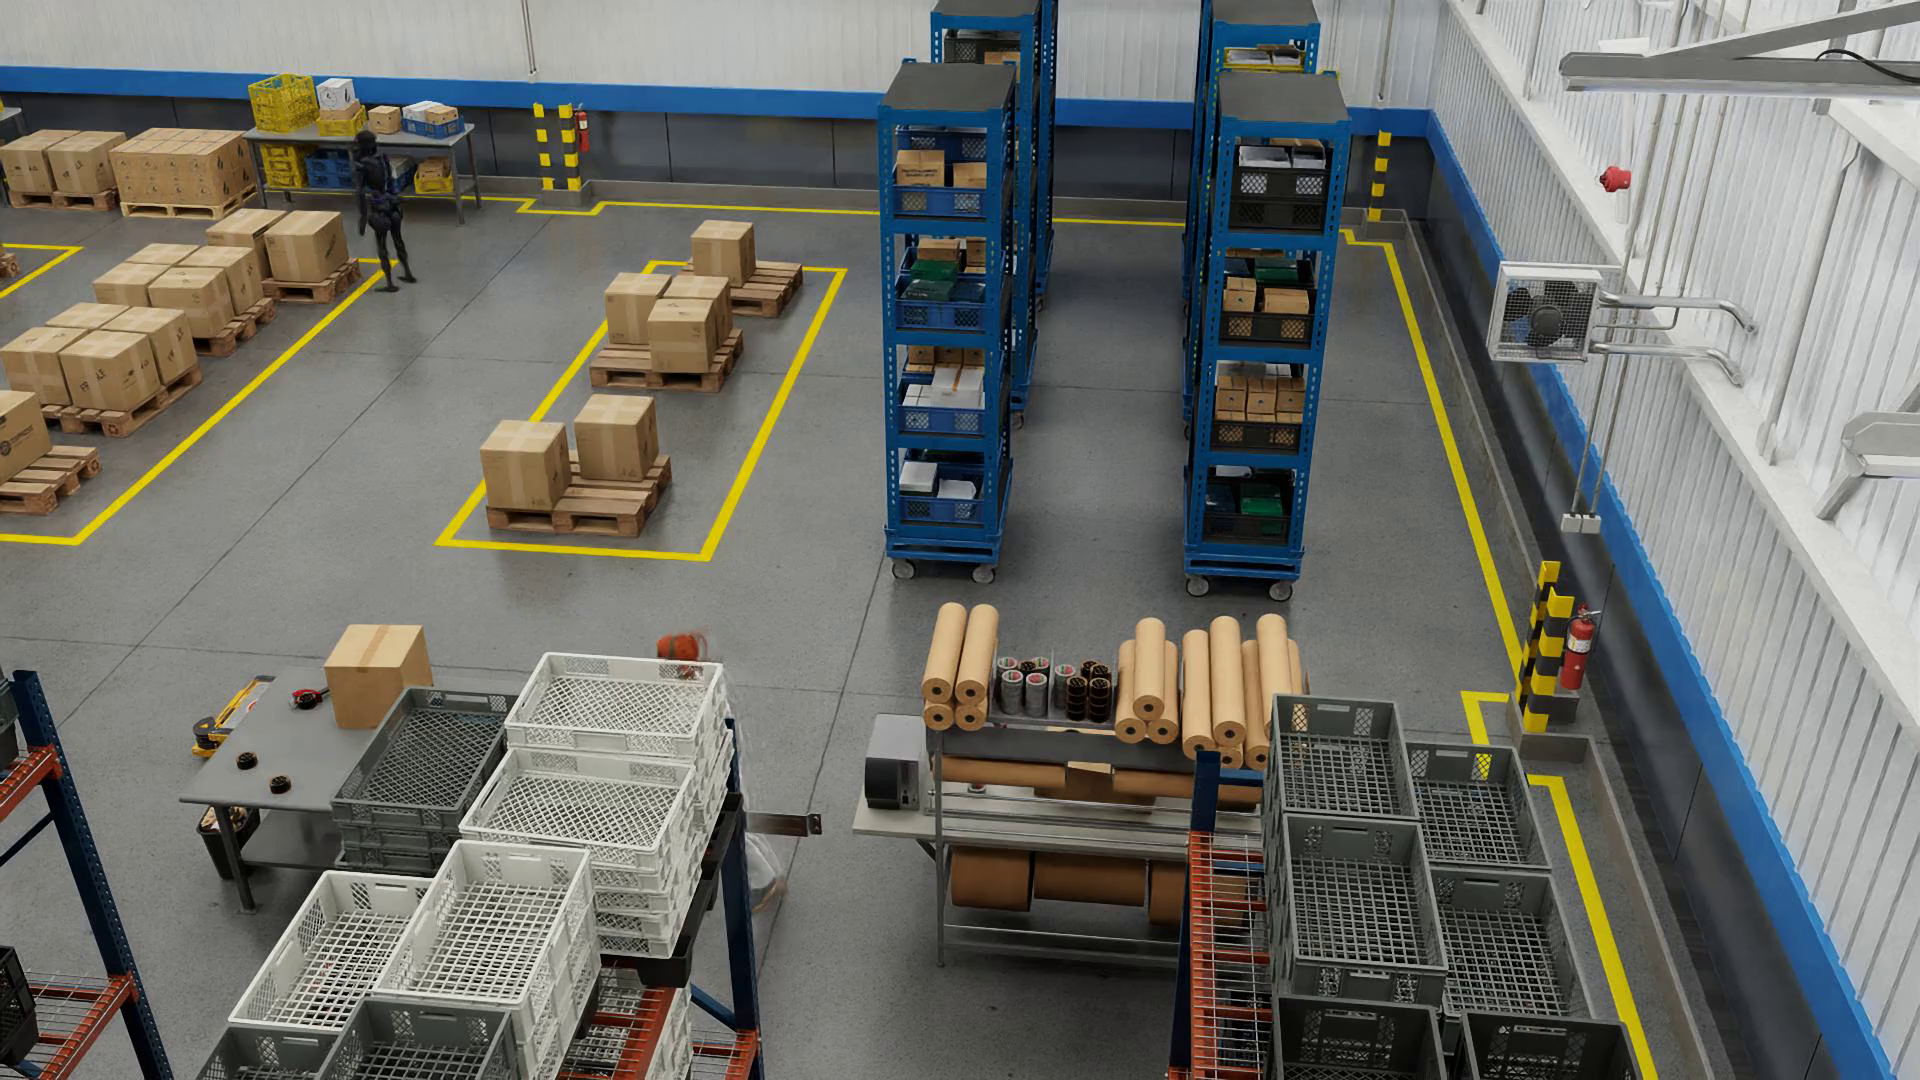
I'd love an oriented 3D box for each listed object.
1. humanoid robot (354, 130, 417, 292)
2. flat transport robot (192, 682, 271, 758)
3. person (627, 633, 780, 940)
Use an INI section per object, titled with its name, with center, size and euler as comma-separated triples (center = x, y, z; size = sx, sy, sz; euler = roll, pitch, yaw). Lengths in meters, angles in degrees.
[humanoid robot]
center = -5.947, -3.398, 17.107
size = 0.355, 1.644, 0.623
euler = 9, 31, 15
[flat transport robot]
center = -4.089, 1.163, 10.648
size = 1.431, 0.197, 0.652
euler = 3, 30, 6
[person]
center = -1.402, 1.312, 8.861
size = 0.931, 1.835, 0.586
euler = -16, 34, -26
